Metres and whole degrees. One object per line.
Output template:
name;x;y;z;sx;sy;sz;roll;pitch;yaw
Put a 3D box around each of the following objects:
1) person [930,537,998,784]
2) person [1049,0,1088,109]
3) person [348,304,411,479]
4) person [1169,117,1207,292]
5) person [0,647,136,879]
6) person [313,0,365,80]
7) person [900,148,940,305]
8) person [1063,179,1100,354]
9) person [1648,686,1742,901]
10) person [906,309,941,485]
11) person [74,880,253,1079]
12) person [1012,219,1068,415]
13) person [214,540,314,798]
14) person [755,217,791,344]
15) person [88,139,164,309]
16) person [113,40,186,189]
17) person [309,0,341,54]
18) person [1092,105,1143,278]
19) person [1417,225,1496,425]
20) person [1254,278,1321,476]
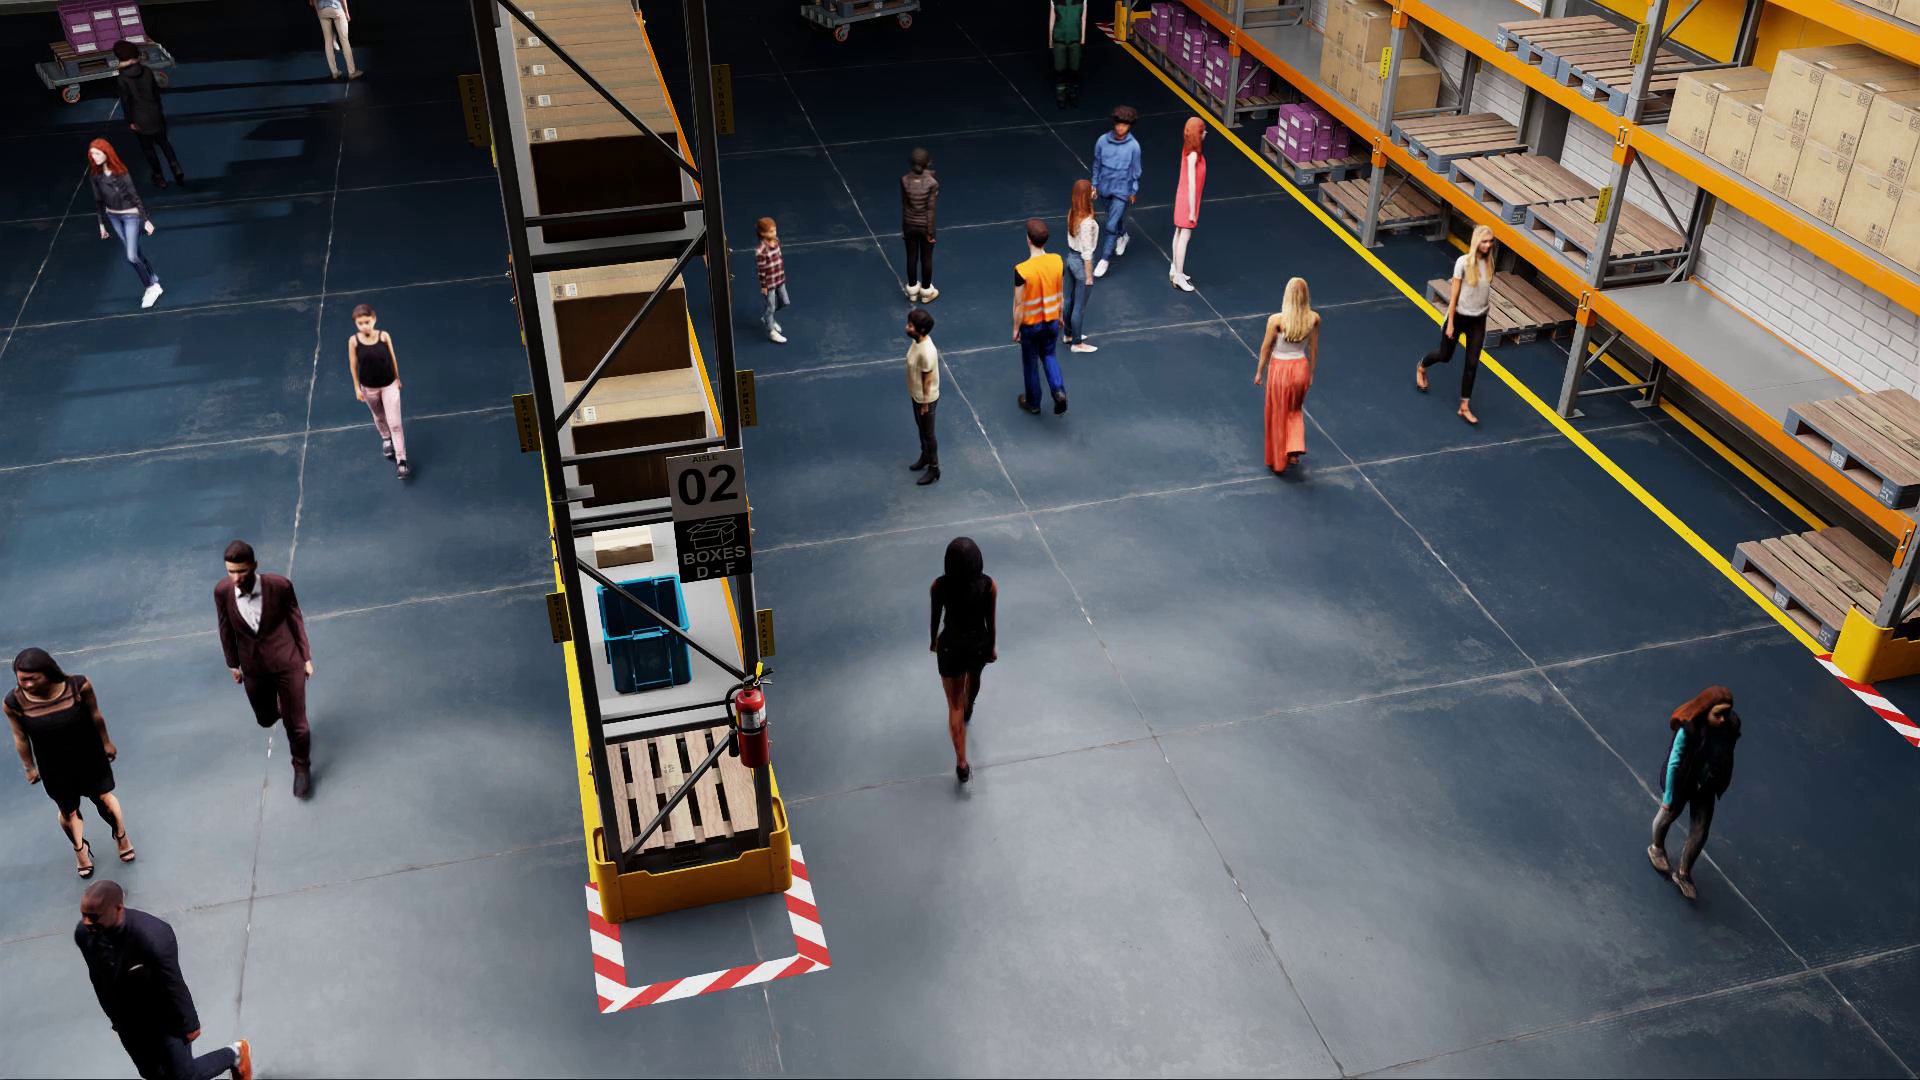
person;0.023;0.803;10.918;0.753;1.693;1.256;-3;34;-4
person;1.416;-6.652;22.005;0.721;1.834;0.727;1;34;1
person;-4.997;-1.339;14.294;0.544;1.522;1.020;-10;35;-14
person;2.357;-3.499;17.269;0.700;1.827;0.543;1;34;1
person;-5.400;1.332;10.101;0.718;1.715;0.681;-17;37;-24
person;-8.702;-7.321;22.999;0.718;1.848;0.683;3;34;5
person;-0.415;-3.189;16.948;0.681;1.666;0.736;3;34;4
person;1.155;-2.663;16.100;0.628;1.728;0.434;-9;35;-13
person;4.425;1.441;10.150;0.639;1.480;0.775;-3;34;-4
person;-0.304;-1.227;14.070;0.644;1.583;0.413;-8;34;-12
person;-4.056;2.356;8.476;0.941;1.808;1.033;10;35;15
person;0.758;-1.921;14.852;0.797;1.874;0.971;-16;37;-22
person;-4.472;0.754;10.851;0.753;1.847;1.009;-5;34;-7
person;-1.906;-2.578;16.359;0.733;1.301;0.674;20;39;27
person;-8.448;-3.256;16.961;0.771;1.762;0.846;6;34;8
person;-9.508;-4.965;19.526;1.006;1.770;0.906;24;41;32
person;-9.240;-7.880;24.180;0.627;1.472;0.700;-11;35;-16
person;1.685;-3.775;17.729;1.161;1.777;1.218;18;38;25
person;4.501;-2.010;15.055;0.641;1.798;1.132;-11;35;-16
person;2.781;-1.317;14.017;0.658;1.793;0.737;-6;34;-9
